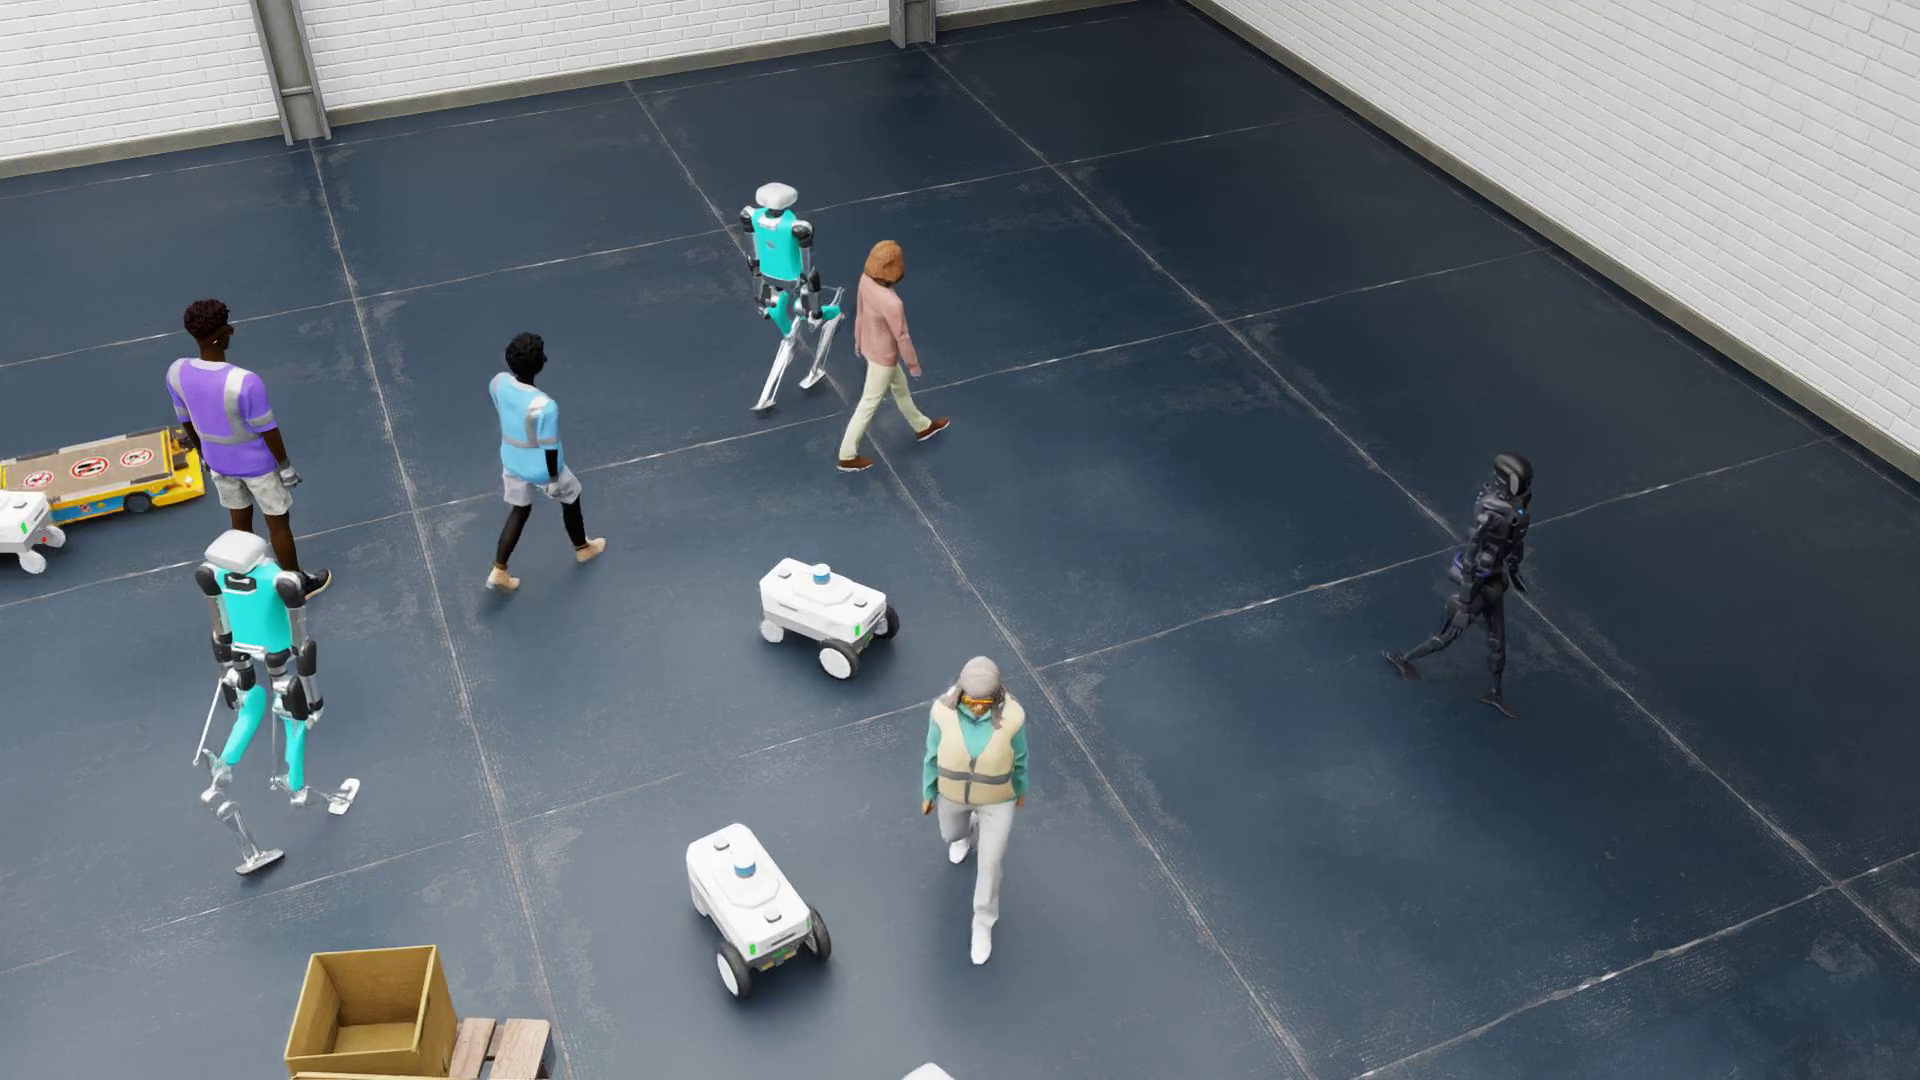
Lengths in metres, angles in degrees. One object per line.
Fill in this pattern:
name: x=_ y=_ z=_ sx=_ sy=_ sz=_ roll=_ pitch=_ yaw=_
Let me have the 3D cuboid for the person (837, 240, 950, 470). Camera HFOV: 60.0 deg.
person: x=-0.464 y=-1.209 z=10.763 sx=0.894 sy=1.579 sz=0.518 roll=-16 pitch=40 yaw=-20

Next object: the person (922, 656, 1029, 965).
person: x=0.086 y=1.103 z=7.671 sx=0.472 sy=1.681 sz=0.776 roll=6 pitch=38 yaw=7

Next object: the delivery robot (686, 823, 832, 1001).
delivery robot: x=-0.986 y=1.706 z=7.813 sx=0.499 sy=0.589 sz=0.784 roll=-22 pitch=43 yaw=-26

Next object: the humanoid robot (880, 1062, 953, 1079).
humanoid robot: x=0.023 y=2.377 z=5.997 sx=0.546 sy=1.804 sz=0.686 roll=26 pitch=45 yaw=30

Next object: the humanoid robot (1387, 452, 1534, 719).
humanoid robot: x=2.769 y=0.206 z=8.891 sx=0.769 sy=1.639 sz=0.588 roll=31 pitch=47 yaw=34

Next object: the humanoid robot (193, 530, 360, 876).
humanoid robot: x=-3.405 y=0.894 z=7.947 sx=0.530 sy=1.772 sz=0.947 roll=8 pitch=38 yaw=10

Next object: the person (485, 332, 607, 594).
person: x=-2.522 y=-0.430 z=9.686 sx=0.523 sy=1.660 sz=0.792 roll=21 pitch=42 yaw=25

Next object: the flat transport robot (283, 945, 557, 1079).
flat transport robot: x=-2.285 y=2.660 z=6.811 sx=1.431 sy=0.231 sz=0.659 roll=2 pitch=38 yaw=2

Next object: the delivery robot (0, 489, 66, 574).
delivery robot: x=-5.945 y=-0.095 z=10.151 sx=0.774 sy=0.581 sz=0.499 roll=1 pitch=38 yaw=1

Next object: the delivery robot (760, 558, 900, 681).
delivery robot: x=-0.755 y=0.416 z=9.511 sx=0.796 sy=0.612 sz=0.499 roll=19 pitch=42 yaw=23

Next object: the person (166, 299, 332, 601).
person: x=-4.089 y=-0.481 z=9.509 sx=0.611 sy=1.961 sz=0.365 roll=10 pitch=39 yaw=13

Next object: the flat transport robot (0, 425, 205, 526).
flat transport robot: x=-5.674 y=-0.355 z=10.735 sx=1.431 sy=0.231 sz=0.659 roll=-15 pitch=40 yaw=-19

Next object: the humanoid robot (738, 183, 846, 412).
humanoid robot: x=-1.076 y=-1.674 z=11.240 sx=0.534 sy=1.740 sz=0.921 roll=17 pitch=41 yaw=21
